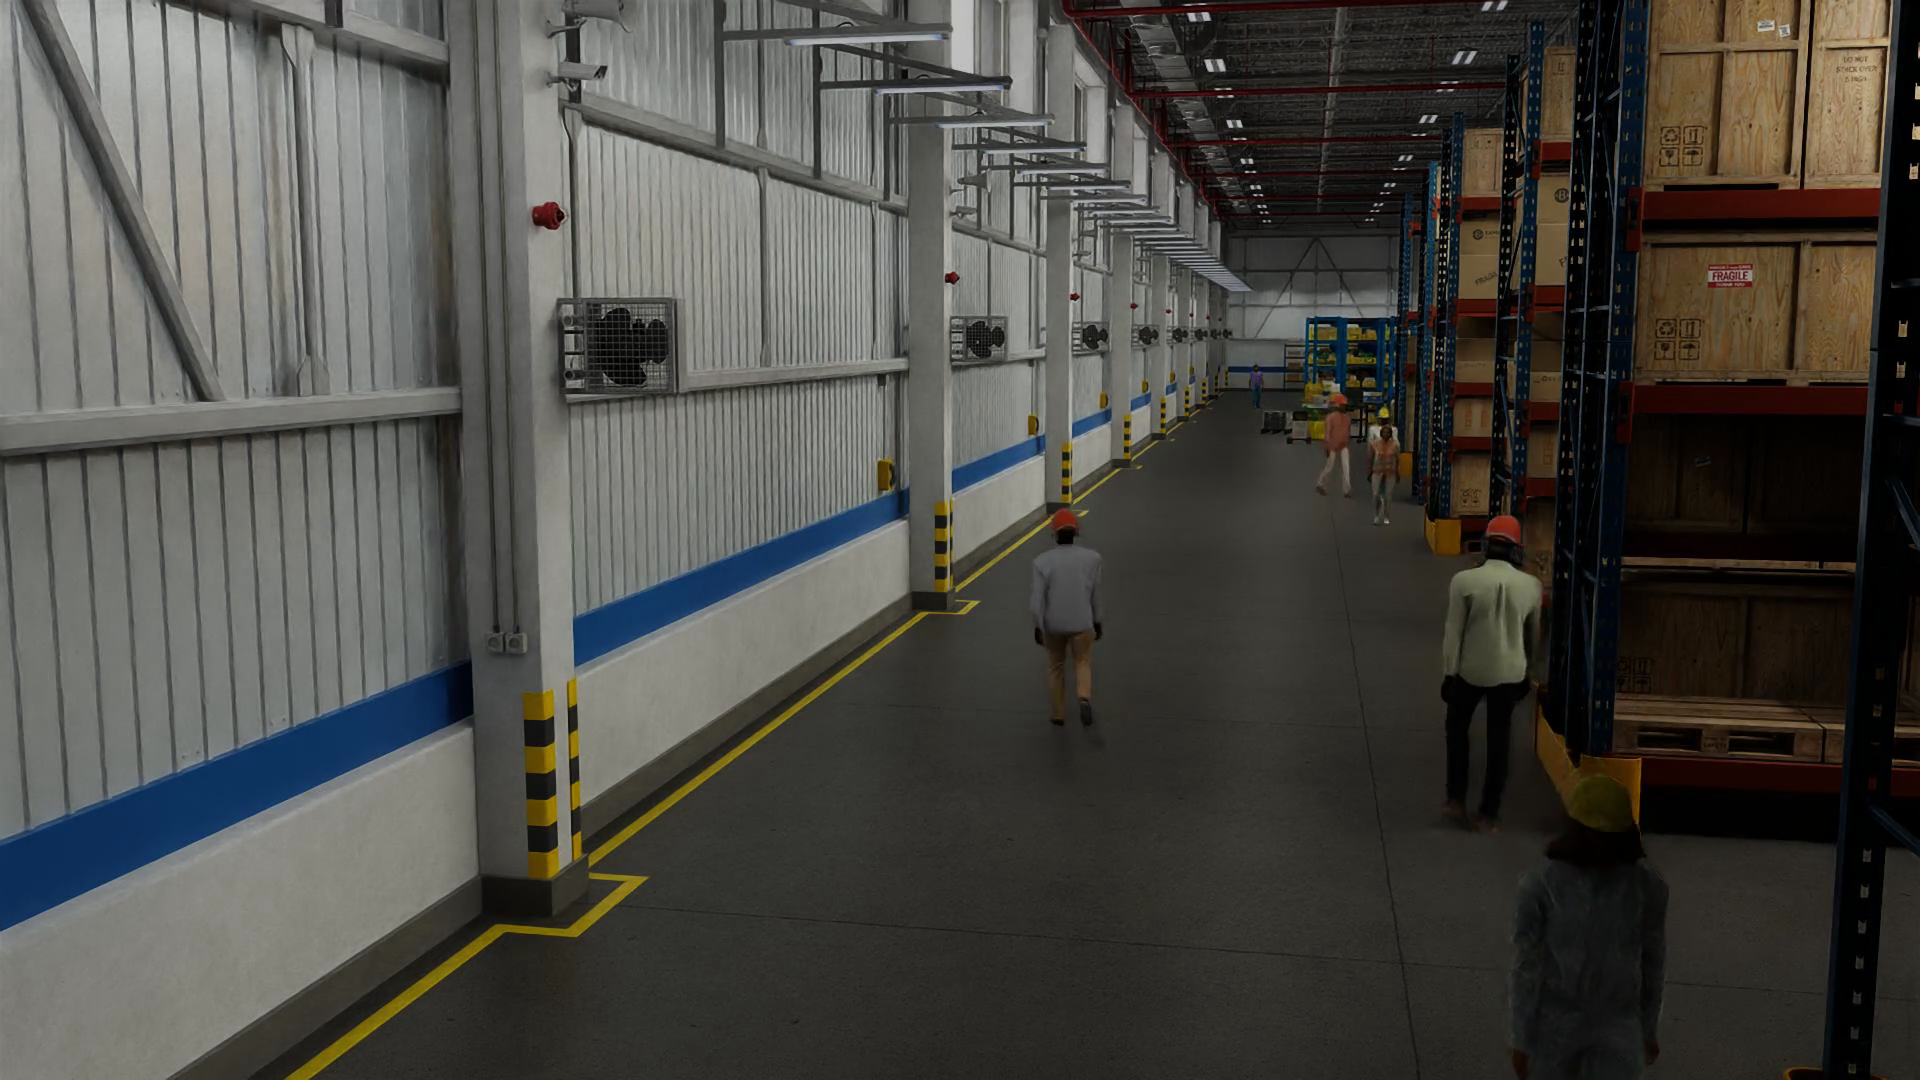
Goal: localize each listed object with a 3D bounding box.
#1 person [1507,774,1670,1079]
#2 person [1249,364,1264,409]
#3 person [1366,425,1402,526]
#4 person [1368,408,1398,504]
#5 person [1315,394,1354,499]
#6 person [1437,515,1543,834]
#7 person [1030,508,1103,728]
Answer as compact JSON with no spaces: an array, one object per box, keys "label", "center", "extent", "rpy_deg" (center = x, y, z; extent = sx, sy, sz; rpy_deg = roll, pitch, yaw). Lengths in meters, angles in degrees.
[{"label":"person","center":[2.026,1.586,5.359],"extent":[0.503,1.690,0.920],"rpy_deg":[1,7,9]},{"label":"person","center":[11.970,-6.184,67.138],"extent":[0.599,1.810,0.485],"rpy_deg":[0,7,1]},{"label":"person","center":[6.799,-1.029,26.649],"extent":[0.558,1.611,0.702],"rpy_deg":[2,7,14]},{"label":"person","center":[7.686,-1.542,30.253],"extent":[0.535,1.736,0.787],"rpy_deg":[1,7,7]},{"label":"person","center":[7.040,-1.759,31.155],"extent":[0.622,1.964,0.964],"rpy_deg":[-3,8,-22]},{"label":"person","center":[3.306,0.822,10.440],"extent":[0.647,1.962,0.673],"rpy_deg":[0,7,-2]},{"label":"person","center":[0.835,0.623,12.916],"extent":[0.584,1.735,0.508],"rpy_deg":[-1,7,-7]}]
